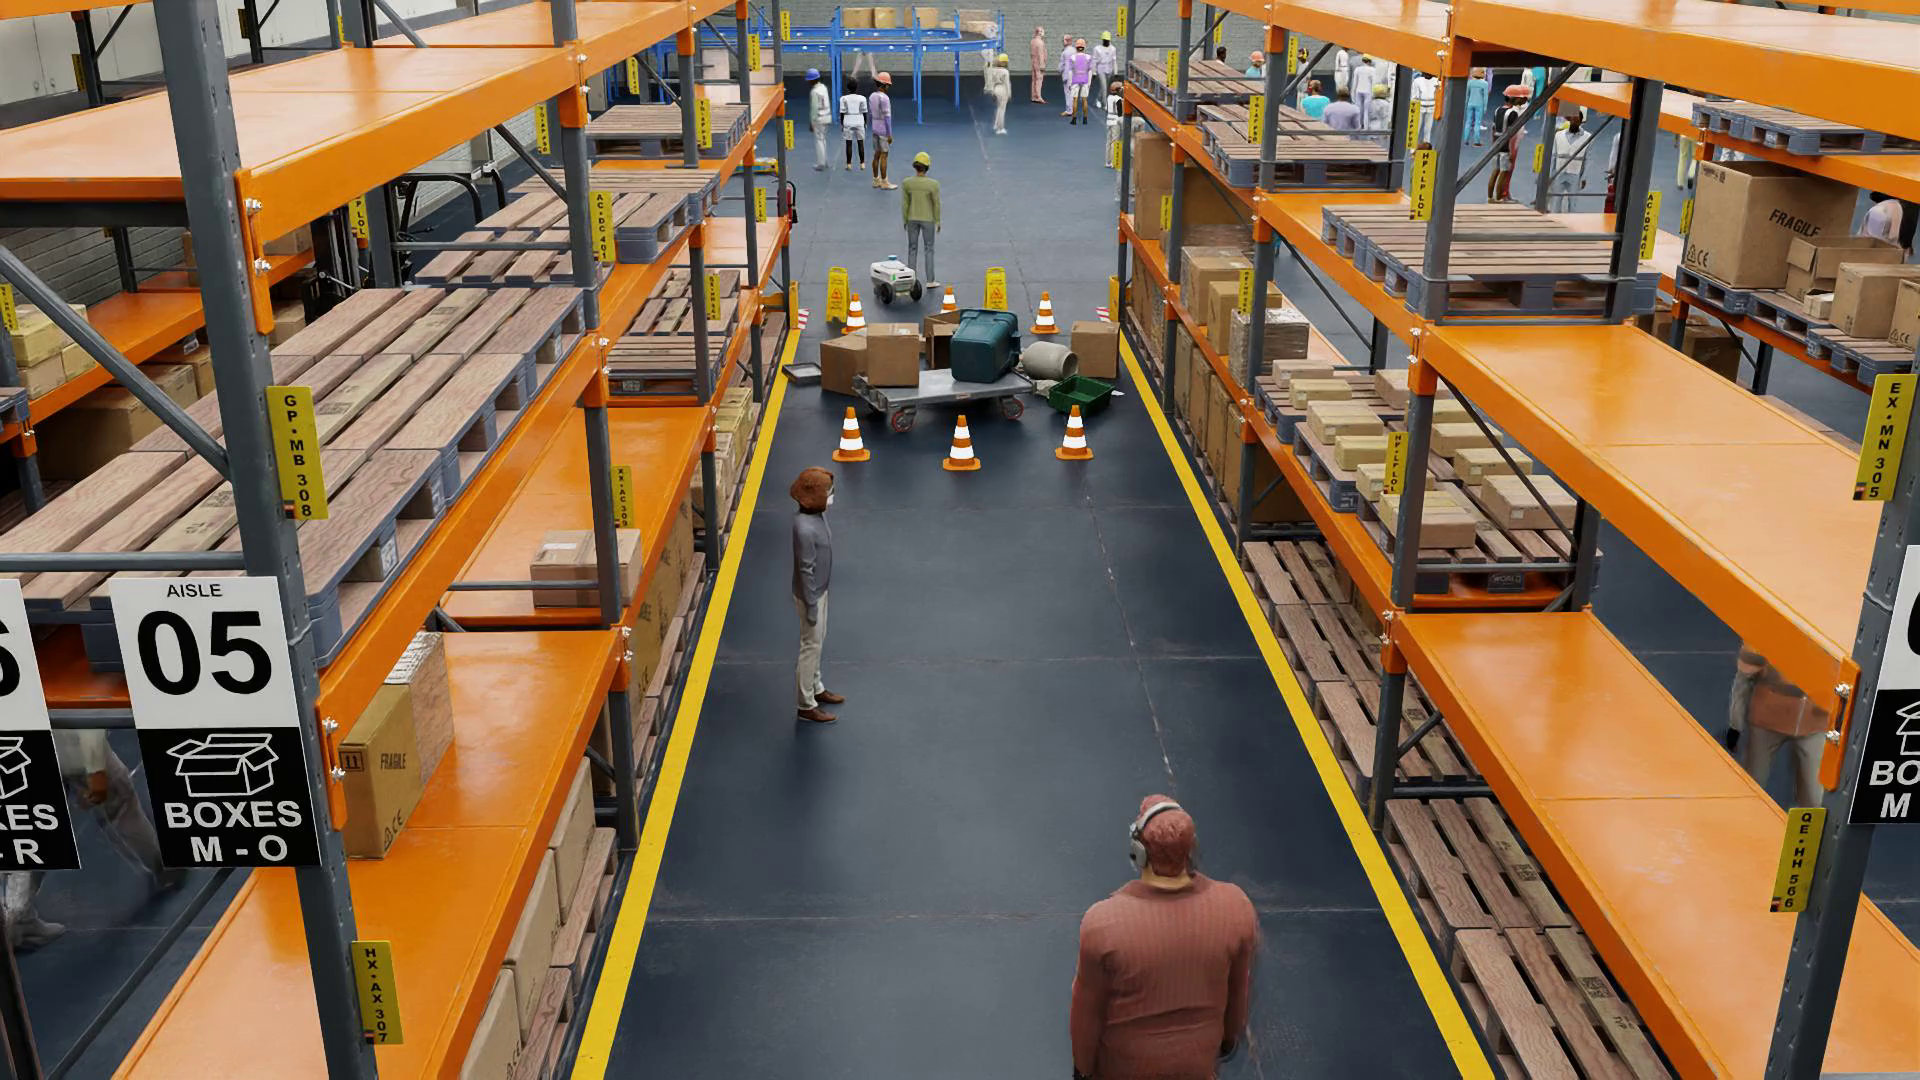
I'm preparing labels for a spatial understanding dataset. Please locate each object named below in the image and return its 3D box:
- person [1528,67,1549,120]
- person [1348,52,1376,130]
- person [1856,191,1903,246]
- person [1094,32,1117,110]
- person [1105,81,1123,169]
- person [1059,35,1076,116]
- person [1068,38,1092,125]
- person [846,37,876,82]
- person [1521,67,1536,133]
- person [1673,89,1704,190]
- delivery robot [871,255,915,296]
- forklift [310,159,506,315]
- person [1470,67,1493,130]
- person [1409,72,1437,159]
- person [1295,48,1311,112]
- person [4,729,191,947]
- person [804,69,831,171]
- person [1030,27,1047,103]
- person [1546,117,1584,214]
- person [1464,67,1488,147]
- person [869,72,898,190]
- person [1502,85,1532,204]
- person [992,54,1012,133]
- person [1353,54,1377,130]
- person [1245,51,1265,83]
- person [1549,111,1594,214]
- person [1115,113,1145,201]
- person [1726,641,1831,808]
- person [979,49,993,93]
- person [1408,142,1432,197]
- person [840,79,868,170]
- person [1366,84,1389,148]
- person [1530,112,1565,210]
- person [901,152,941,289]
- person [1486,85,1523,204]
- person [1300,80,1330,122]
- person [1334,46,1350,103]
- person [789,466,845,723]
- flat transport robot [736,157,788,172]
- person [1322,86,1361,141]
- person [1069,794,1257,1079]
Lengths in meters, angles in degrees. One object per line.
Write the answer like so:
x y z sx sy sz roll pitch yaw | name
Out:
13.729 -10.930 39.539 0.507 1.836 0.363 11 23 26 | person
9.089 -10.253 37.673 0.636 1.879 1.008 9 22 21 | person
10.676 -3.287 19.345 0.641 1.825 0.595 -17 26 -37 | person
3.613 -11.764 41.662 0.598 1.893 0.933 -7 22 -19 | person
2.979 -7.976 31.994 0.306 1.640 0.521 -9 22 -22 | person
2.583 -11.224 40.214 0.402 1.904 0.638 5 21 13 | person
2.776 -10.623 38.576 0.545 1.938 0.361 -2 21 -7 | person
-2.854 -14.301 48.285 0.994 1.947 0.618 12 24 29 | person
12.658 -9.927 37.168 0.308 1.630 0.514 3 21 7 | person
12.957 -7.115 29.438 0.615 1.835 0.432 8 22 21 | person
-0.862 -3.394 21.262 0.477 0.478 0.707 -11 23 -27 | delivery robot
-5.622 -2.910 17.832 2.313 2.155 1.214 -1 21 -1 | forklift
11.818 -10.264 37.677 0.415 1.907 0.593 -9 23 -23 | person
9.287 -8.568 33.220 0.577 1.881 0.349 2 21 4 | person
7.568 -9.914 36.796 0.330 1.872 0.512 -5 21 -14 | person
-4.268 0.992 7.953 0.650 1.886 1.027 10 23 24 | person
-2.692 -7.995 31.682 0.459 1.921 0.664 5 21 13 | person
2.048 -12.260 42.946 0.407 1.906 0.655 -7 22 -17 | person
9.517 -5.861 26.131 0.429 1.839 0.621 -15 25 -34 | person
10.875 -9.132 35.058 0.500 1.633 0.282 17 27 38 | person
-1.368 -7.265 29.565 0.389 2.036 0.605 -12 24 -30 | person
9.327 -6.655 28.027 0.413 1.984 0.623 9 23 23 | person
0.959 -9.944 37.061 0.415 1.728 0.518 -16 26 -36 | person
9.019 -9.965 37.077 0.533 1.765 0.330 14 25 32 | person
6.082 -9.113 34.508 0.400 1.989 0.623 10 23 25 | person
9.179 -5.507 25.076 0.593 1.922 0.392 13 24 30 | person
2.896 -6.666 28.404 0.494 1.730 0.324 3 21 8 | person
4.104 0.896 8.185 0.593 1.902 0.489 5 21 12 | person
0.724 -13.102 45.383 0.329 1.751 0.568 -6 22 -16 | person
6.554 -4.871 23.795 0.265 1.631 0.507 14 25 33 | person
-2.033 -7.937 31.805 0.540 1.698 0.317 -3 21 -9 | person
7.668 -7.525 30.720 0.350 1.706 0.613 -10 23 -25 | person
9.866 -6.476 27.688 0.369 1.898 0.744 -8 22 -20 | person
-0.500 -4.188 21.809 0.533 1.765 0.331 6 22 16 | person
8.984 -6.446 27.388 0.395 2.042 0.611 -4 21 -11 | person
6.402 -7.393 30.164 0.567 1.847 0.389 -6 21 -15 | person
8.835 -10.583 38.327 0.394 2.039 0.615 1 21 2 | person
-0.879 0.324 10.079 0.285 1.624 0.509 1 21 2 | person
-4.040 -7.125 31.649 1.431 0.197 0.652 -6 21 -15 | flat transport robot
6.542 -6.824 28.608 0.639 1.890 0.999 13 25 32 | person
0.699 1.770 5.885 0.666 1.897 0.404 -4 21 -9 | person
